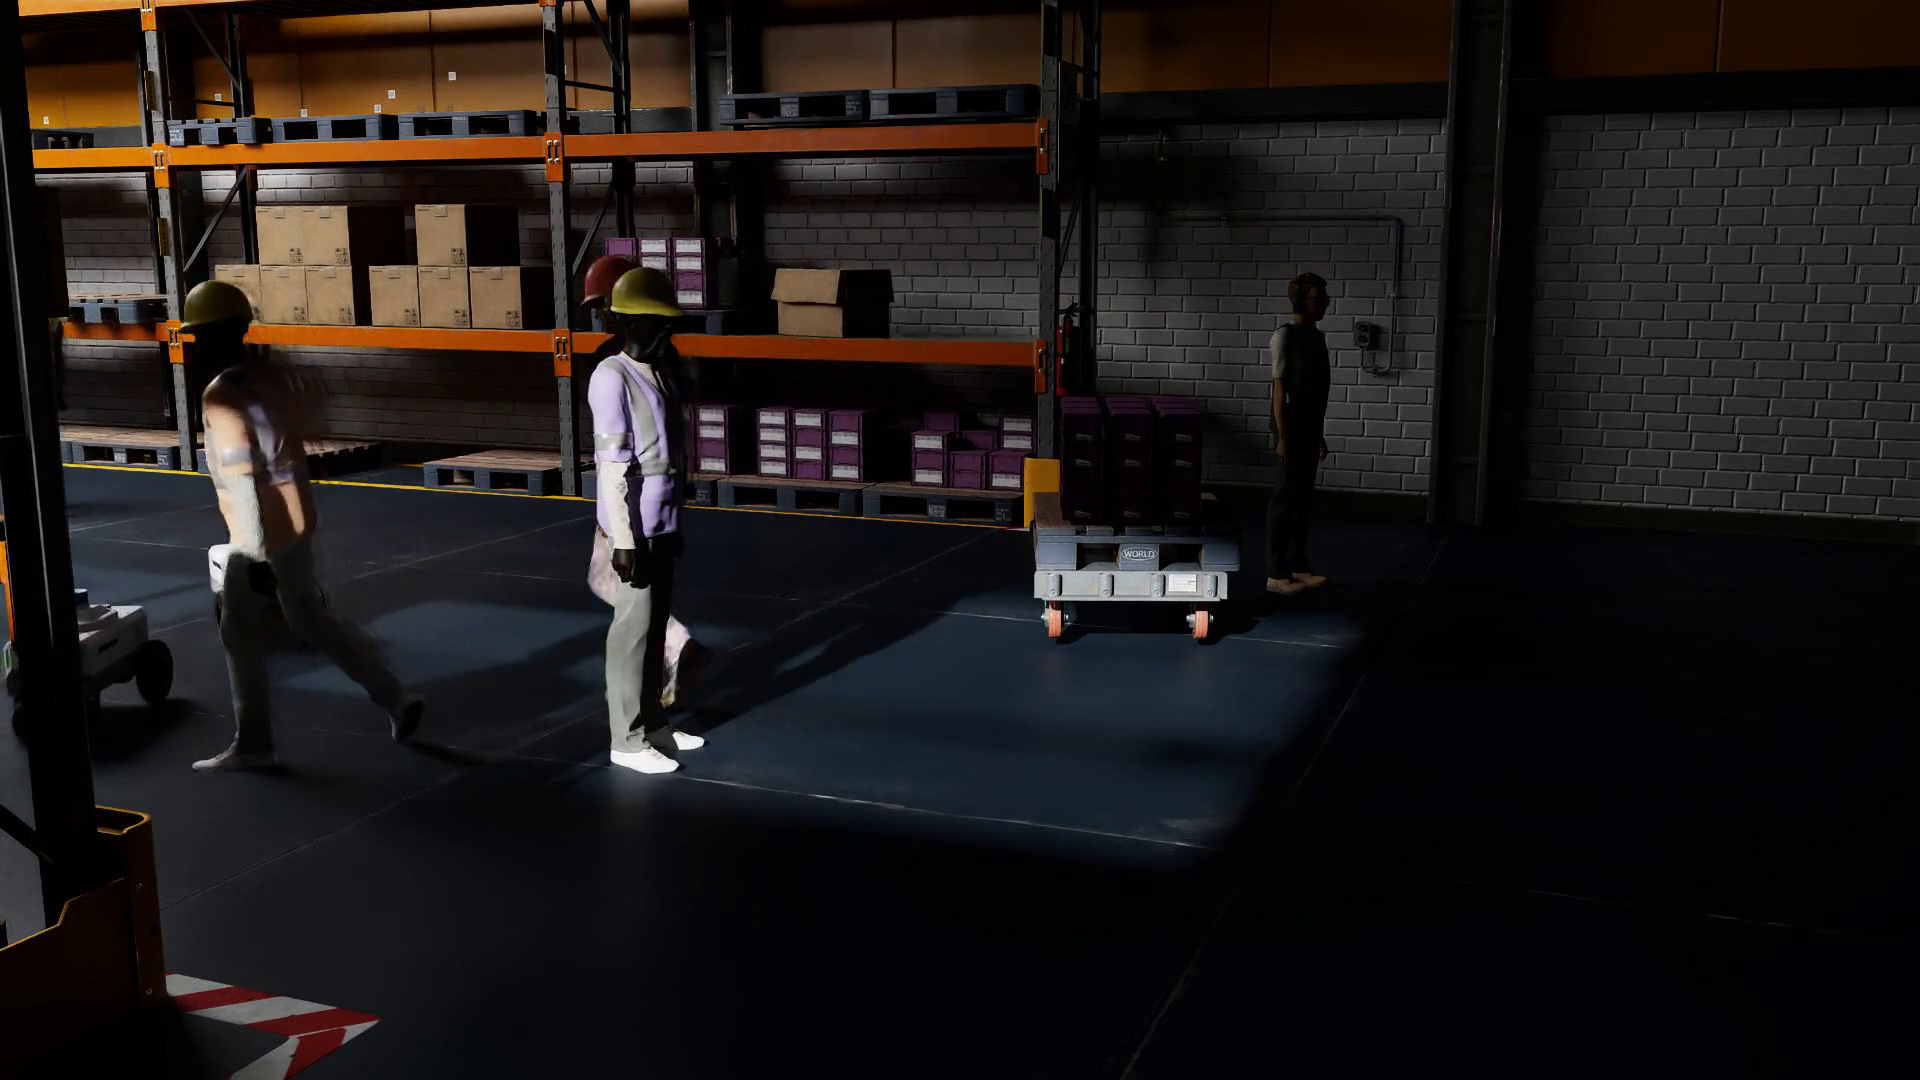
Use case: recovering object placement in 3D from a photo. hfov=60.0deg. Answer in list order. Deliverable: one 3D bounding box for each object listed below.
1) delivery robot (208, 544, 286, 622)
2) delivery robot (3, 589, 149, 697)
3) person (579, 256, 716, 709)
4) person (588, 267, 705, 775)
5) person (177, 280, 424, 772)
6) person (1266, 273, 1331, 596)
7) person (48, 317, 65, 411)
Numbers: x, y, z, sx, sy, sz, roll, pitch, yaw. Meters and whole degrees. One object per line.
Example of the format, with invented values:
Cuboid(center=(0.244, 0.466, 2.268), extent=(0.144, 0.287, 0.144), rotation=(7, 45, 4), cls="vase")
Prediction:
Cuboid(center=(-3.660, 0.159, 8.653), extent=(0.477, 0.478, 0.707), rotation=(-7, 13, -35), cls="delivery robot")
Cuboid(center=(-3.723, 0.450, 7.029), extent=(0.477, 0.478, 0.707), rotation=(-1, 10, -5), cls="delivery robot")
Cuboid(center=(-1.345, -0.221, 7.119), extent=(0.626, 1.955, 0.657), rotation=(3, 11, 19), cls="person")
Cuboid(center=(-1.201, -0.077, 6.404), extent=(0.368, 1.925, 0.594), rotation=(2, 10, 9), cls="person")
Cuboid(center=(-2.537, -0.043, 6.370), extent=(0.806, 1.888, 0.618), rotation=(0, 10, -2), cls="person")
Cuboid(center=(1.970, -0.609, 9.601), extent=(0.346, 1.846, 0.507), rotation=(8, 13, 37), cls="person")
Cuboid(center=(-7.050, -1.122, 12.534), extent=(0.678, 1.824, 0.628), rotation=(9, 13, 40), cls="person")
